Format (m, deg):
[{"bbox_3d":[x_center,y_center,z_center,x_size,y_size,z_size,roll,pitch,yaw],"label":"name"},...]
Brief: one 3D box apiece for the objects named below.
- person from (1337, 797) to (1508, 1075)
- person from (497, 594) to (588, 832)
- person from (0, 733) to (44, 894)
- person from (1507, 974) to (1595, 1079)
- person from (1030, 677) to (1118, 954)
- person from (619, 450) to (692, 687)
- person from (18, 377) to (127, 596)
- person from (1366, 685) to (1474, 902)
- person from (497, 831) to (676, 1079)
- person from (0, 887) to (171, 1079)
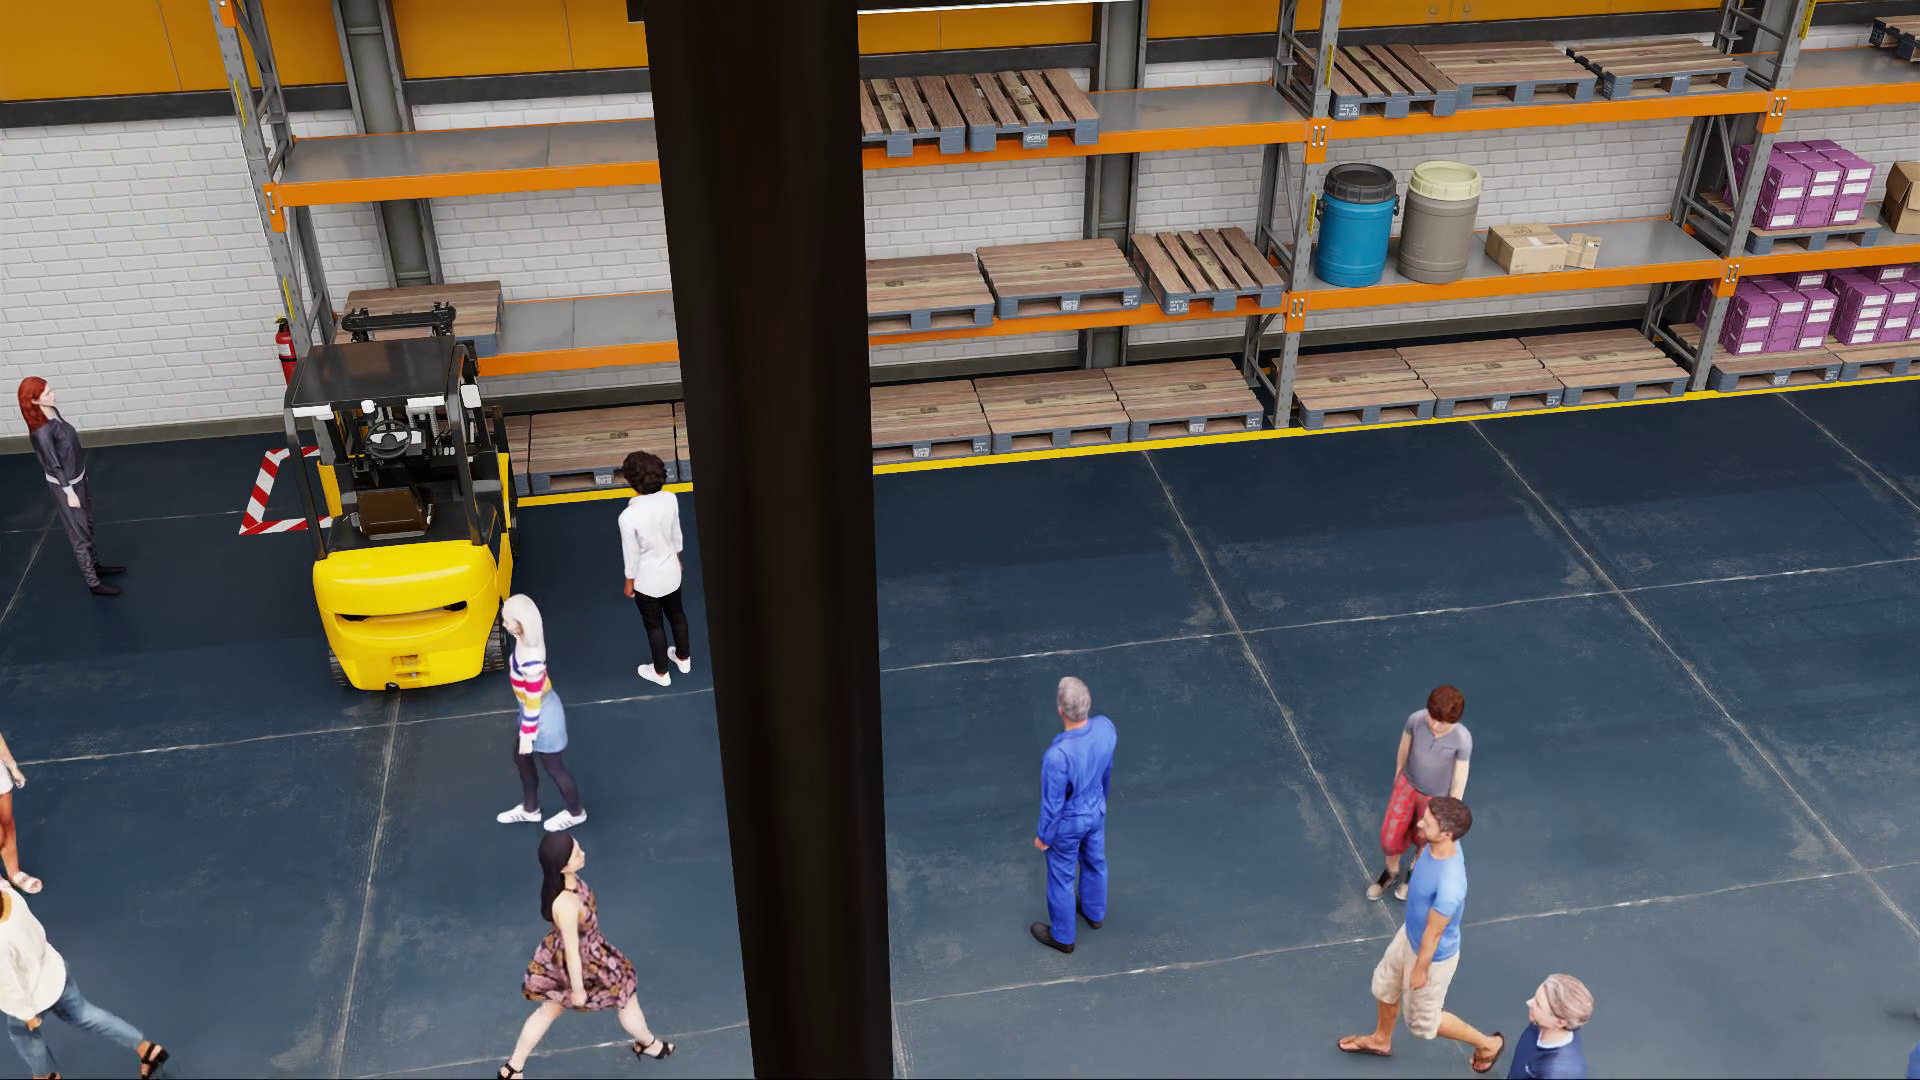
[{"bbox_3d":[2.457,2.062,8.450,1.132,1.845,0.835,4,34,6],"label":"person"},{"bbox_3d":[-2.453,1.046,10.024,0.818,1.795,0.738,-11,35,-16],"label":"person"},{"bbox_3d":[-5.754,1.368,9.638,0.745,1.686,0.697,12,36,18],"label":"person"},{"bbox_3d":[2.652,2.703,7.501,1.271,1.828,0.932,5,34,8],"label":"person"},{"bbox_3d":[0.646,1.534,9.262,0.723,1.826,0.852,-28,42,-35],"label":"person"},{"bbox_3d":[-2.066,0.193,11.294,0.788,1.810,0.705,27,42,35],"label":"person"},{"bbox_3d":[-6.548,-0.406,12.223,0.543,1.780,0.600,-10,35,-15],"label":"person"},{"bbox_3d":[2.736,1.408,9.626,0.770,1.632,0.831,24,41,32],"label":"person"},{"bbox_3d":[-2.008,2.176,8.381,1.232,1.732,0.796,-13,36,-19],"label":"person"},{"bbox_3d":[-4.559,2.231,8.377,1.020,1.646,0.605,-5,34,-7],"label":"person"}]
